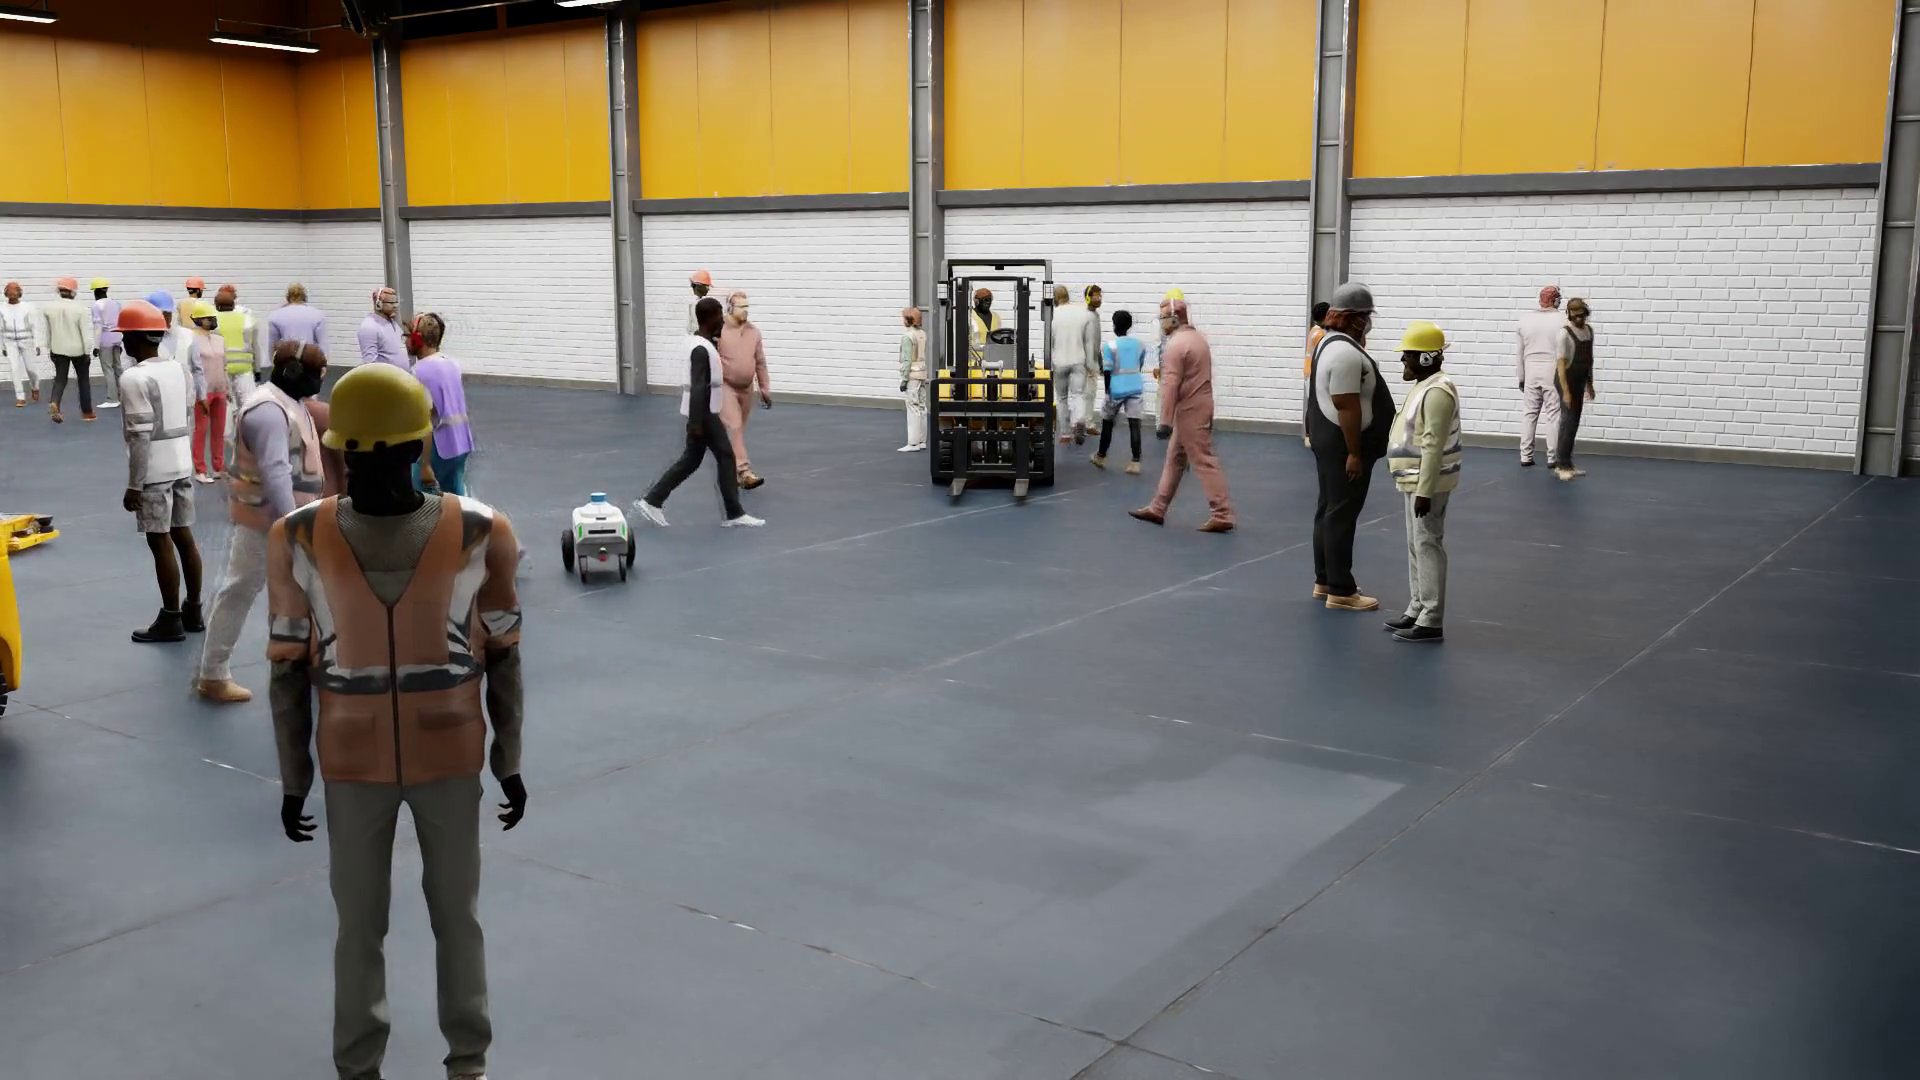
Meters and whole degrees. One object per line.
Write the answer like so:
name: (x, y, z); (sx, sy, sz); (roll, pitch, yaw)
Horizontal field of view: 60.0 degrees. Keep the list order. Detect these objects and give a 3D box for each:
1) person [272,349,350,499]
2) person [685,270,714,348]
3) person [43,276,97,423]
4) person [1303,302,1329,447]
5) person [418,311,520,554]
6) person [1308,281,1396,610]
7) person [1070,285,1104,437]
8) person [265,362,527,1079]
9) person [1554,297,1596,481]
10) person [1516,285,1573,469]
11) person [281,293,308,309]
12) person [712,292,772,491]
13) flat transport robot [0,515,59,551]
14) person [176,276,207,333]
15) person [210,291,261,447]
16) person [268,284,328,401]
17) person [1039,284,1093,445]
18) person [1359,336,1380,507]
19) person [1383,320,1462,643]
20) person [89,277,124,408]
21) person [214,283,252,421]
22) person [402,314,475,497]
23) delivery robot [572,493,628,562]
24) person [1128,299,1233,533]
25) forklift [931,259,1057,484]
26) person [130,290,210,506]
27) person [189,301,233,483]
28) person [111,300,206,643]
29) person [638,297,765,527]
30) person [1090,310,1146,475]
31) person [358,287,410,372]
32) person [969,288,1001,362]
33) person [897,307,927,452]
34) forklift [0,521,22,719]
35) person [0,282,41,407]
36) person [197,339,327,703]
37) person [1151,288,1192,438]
person: (-3.385, -0.156, 8.677); (0.549, 1.738, 0.572); (-1, 10, -3)
person: (-3.456, -2.565, 22.143); (0.395, 2.040, 0.605); (-2, 10, -14)
person: (-11.915, -2.536, 22.205); (0.621, 1.966, 0.856); (-1, 10, -6)
person: (4.157, -1.914, 19.314); (0.320, 1.690, 0.533); (1, 10, 4)
person: (-3.477, -0.641, 11.337); (0.914, 1.834, 0.522); (3, 10, 16)
person: (2.453, -0.596, 10.414); (0.538, 2.000, 0.684); (0, 10, 0)
person: (1.603, -2.208, 20.564); (0.504, 1.874, 0.616); (5, 11, 29)
person: (-1.357, 0.530, 4.053); (0.591, 1.923, 0.381); (-2, 10, -14)
person: (6.044, -1.492, 16.447); (0.595, 1.806, 0.413); (-8, 12, -39)
person: (6.133, -1.699, 17.382); (0.642, 1.909, 0.409); (9, 13, 42)
person: (-12.545, -3.926, 31.455); (0.497, 1.633, 0.285); (-2, 10, -13)
person: (-2.059, -1.398, 15.704); (0.957, 1.859, 0.672); (9, 13, 43)
flat transport robot: (-7.622, -0.050, 12.420); (1.431, 0.197, 0.652); (-1, 10, -5)
person: (-11.239, -2.915, 24.534); (0.552, 1.935, 0.374); (3, 10, 18)
person: (-8.349, -1.941, 19.109); (0.645, 1.822, 0.753); (-5, 11, -28)
person: (-7.799, -2.065, 19.627); (0.660, 1.876, 1.032); (-3, 10, -19)
person: (1.259, -2.003, 19.238); (0.678, 1.898, 0.795); (-1, 10, -9)
person: (3.416, -1.096, 14.606); (0.501, 1.631, 0.287); (2, 10, 13)
person: (2.634, -0.331, 9.482); (0.403, 1.826, 0.589); (1, 10, 7)
person: (-12.579, -2.904, 24.502); (0.386, 1.922, 0.594); (1, 10, 8)
person: (-9.775, -2.516, 22.385); (0.579, 1.868, 0.621); (-8, 12, -39)
person: (-3.407, -0.516, 10.604); (0.720, 1.819, 0.566); (2, 10, 12)
delivery robot: (-2.492, -0.082, 11.490); (0.477, 0.478, 0.707); (-3, 10, -15)
person: (1.779, -0.990, 13.319); (0.971, 1.857, 0.651); (4, 10, 22)
forklift: (0.370, -1.738, 16.759); (1.214, 2.155, 2.313); (1, 10, 3)
person: (-7.080, -1.271, 14.830); (0.888, 1.912, 0.597); (7, 12, 37)
person: (-7.341, -1.444, 16.270); (0.300, 1.772, 0.532); (4, 10, 20)
person: (-4.572, -0.384, 9.452); (0.368, 1.939, 0.542); (1, 10, 7)
person: (-2.129, -1.023, 13.467); (0.974, 1.879, 0.599); (-1, 10, -8)
person: (1.625, -1.513, 17.011); (0.539, 1.653, 0.859); (-4, 10, -21)
person: (-5.515, -1.476, 16.059); (0.404, 1.904, 0.651); (1, 10, 5)
person: (0.260, -2.064, 19.771); (0.620, 1.837, 0.430); (-7, 12, -35)
person: (-0.528, -1.816, 18.866); (0.308, 1.643, 0.511); (4, 10, 20)
forklift: (-5.296, -0.090, 6.943); (1.214, 2.155, 2.313); (7, 12, 35)
person: (-14.045, -2.930, 24.857); (0.586, 1.860, 0.729); (-3, 10, -18)
person: (-3.352, -0.082, 8.181); (0.935, 1.777, 0.761); (-1, 10, -5)
person: (2.615, -2.162, 20.356); (0.602, 1.830, 0.404); (-5, 11, -30)
